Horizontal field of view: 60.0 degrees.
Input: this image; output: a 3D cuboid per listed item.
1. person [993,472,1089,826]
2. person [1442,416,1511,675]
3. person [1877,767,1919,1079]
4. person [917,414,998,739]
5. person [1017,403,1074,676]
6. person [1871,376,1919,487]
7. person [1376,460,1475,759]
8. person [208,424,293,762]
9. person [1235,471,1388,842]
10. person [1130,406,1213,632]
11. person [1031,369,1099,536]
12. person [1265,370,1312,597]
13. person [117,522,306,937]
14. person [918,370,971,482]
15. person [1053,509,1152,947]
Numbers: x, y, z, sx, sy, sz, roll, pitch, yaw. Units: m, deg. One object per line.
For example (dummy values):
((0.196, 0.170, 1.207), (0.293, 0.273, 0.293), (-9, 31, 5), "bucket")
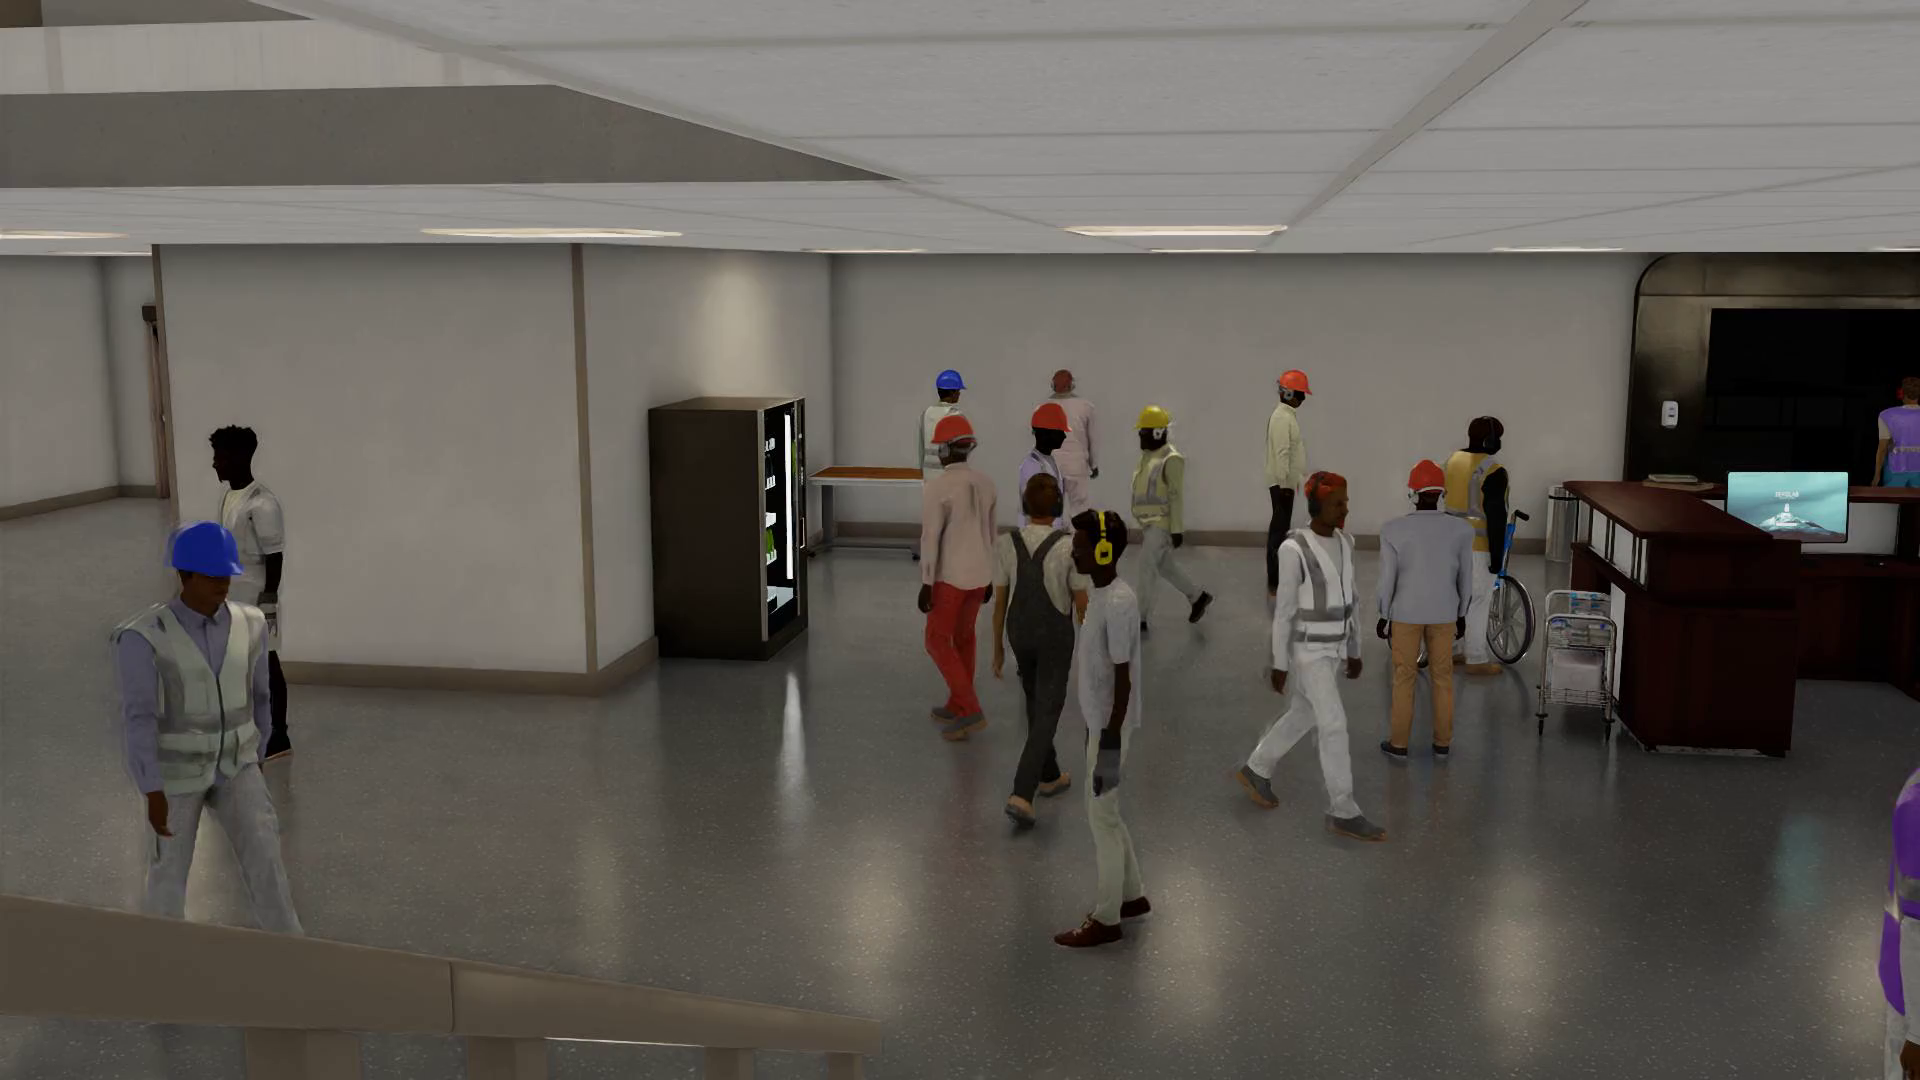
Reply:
((0.417, 0.549, 8.664), (0.528, 1.810, 0.932), (4, 10, 25), "person")
((3.648, 0.038, 11.760), (0.430, 1.838, 0.625), (-3, 10, -20), "person")
((2.615, 1.187, 4.341), (0.551, 1.934, 0.373), (-9, 13, -44), "person")
((-0.017, 0.219, 10.201), (0.579, 1.976, 0.662), (8, 12, 42), "person")
((0.600, 0.003, 11.686), (0.377, 1.931, 0.545), (3, 10, 19), "person")
((8.992, -0.627, 15.810), (0.567, 1.844, 0.377), (1, 9, 7), "person")
((2.700, 0.406, 9.706), (0.563, 1.756, 0.319), (0, 9, -2), "person")
((-4.143, 0.307, 9.675), (0.613, 1.964, 0.361), (9, 13, 43), "person")
((1.792, 0.553, 8.546), (0.955, 1.848, 0.586), (9, 13, 44), "person")
((1.632, -0.170, 13.151), (0.848, 1.802, 0.594), (-3, 10, -16), "person")
((1.030, -0.735, 16.362), (0.658, 1.884, 0.707), (2, 9, 12), "person")
((2.858, -0.494, 14.560), (0.390, 1.986, 0.609), (2, 9, 11), "person")
((-2.819, 0.887, 6.302), (0.963, 1.901, 0.634), (7, 12, 37), "person")
((-0.120, -0.582, 15.215), (0.403, 1.945, 0.614), (-8, 12, -41), "person")
((0.625, 0.804, 6.995), (0.489, 1.874, 0.597), (0, 9, -2), "person")
